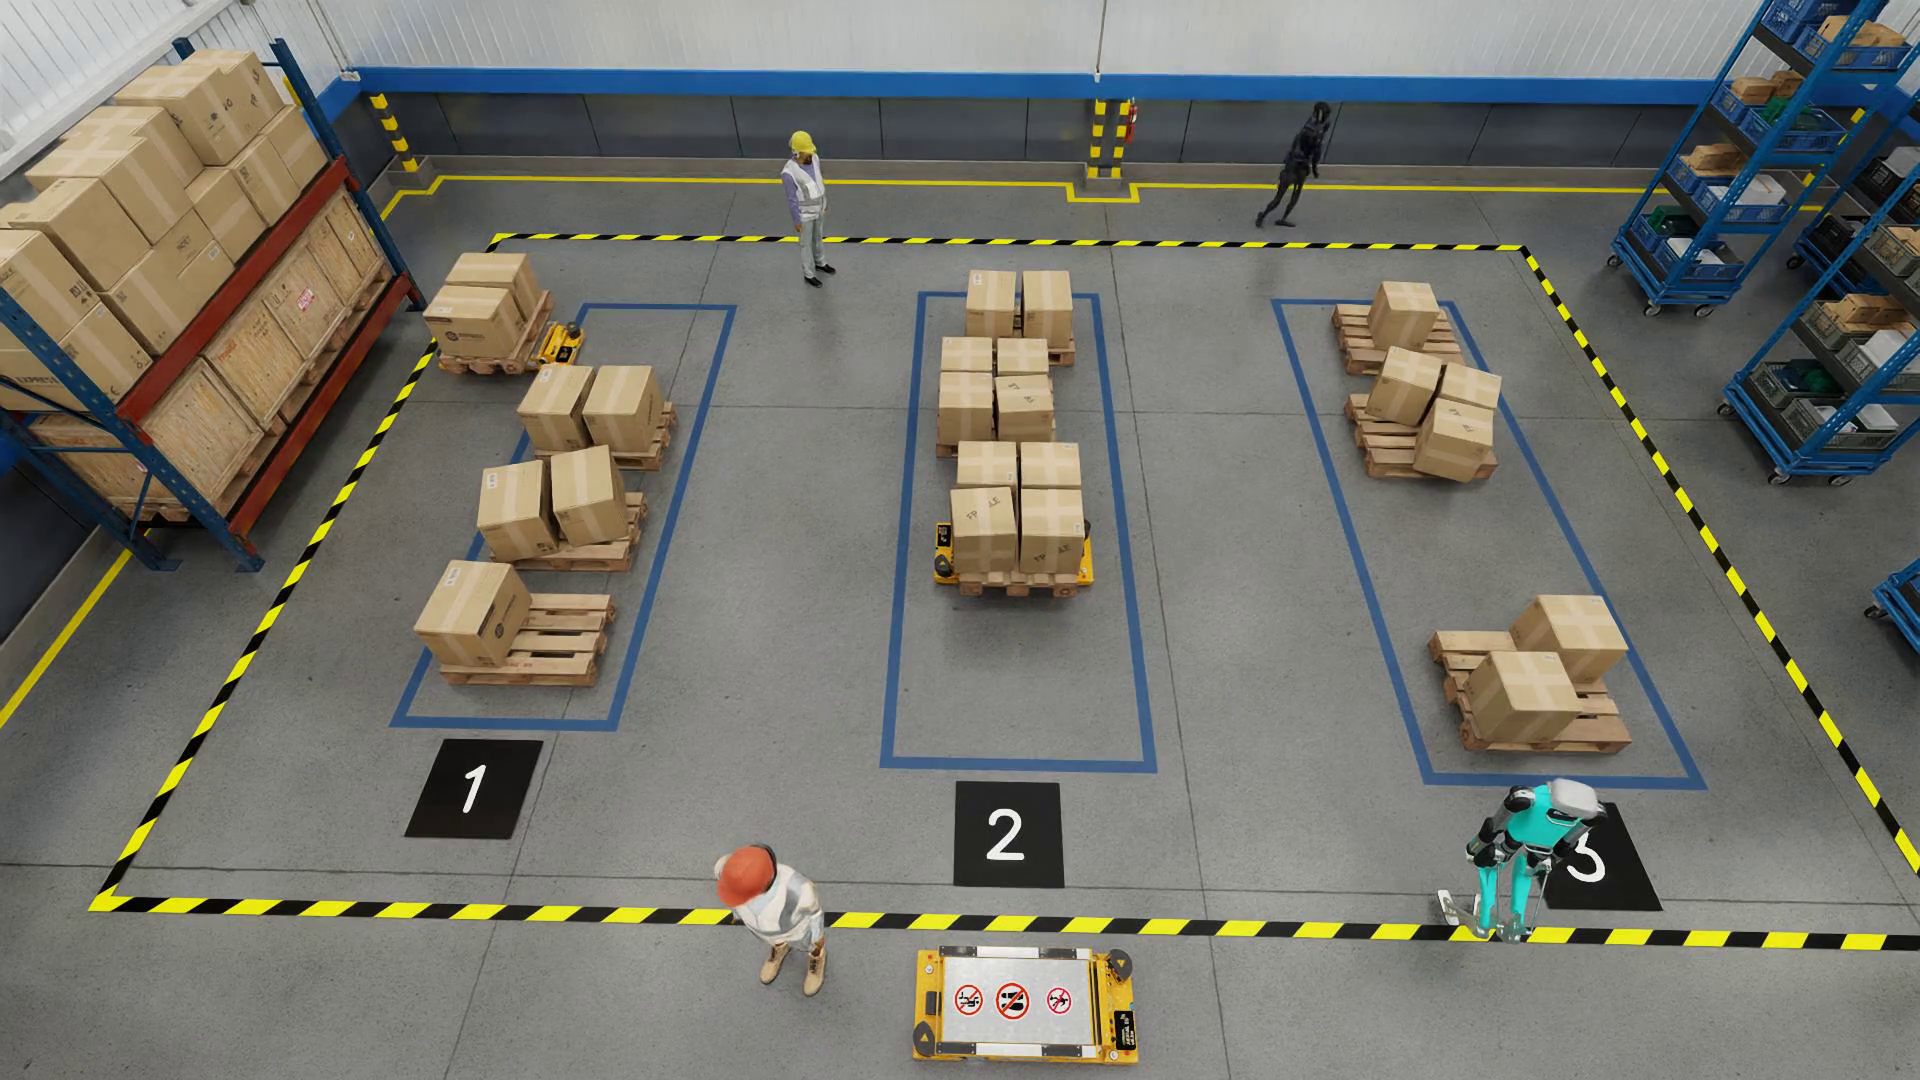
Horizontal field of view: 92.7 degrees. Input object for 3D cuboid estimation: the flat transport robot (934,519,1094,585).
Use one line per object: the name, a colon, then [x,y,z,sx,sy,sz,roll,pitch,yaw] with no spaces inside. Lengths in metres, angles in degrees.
flat transport robot: [0.490,0.087,8.397,1.431,0.197,0.652,1,51,1]

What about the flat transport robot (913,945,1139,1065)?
flat transport robot: [0.422,3.041,6.007,1.431,0.231,0.659,1,51,1]

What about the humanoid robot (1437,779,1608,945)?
humanoid robot: [3.481,2.129,5.719,0.533,1.672,0.735,10,51,8]

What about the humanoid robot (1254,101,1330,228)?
humanoid robot: [4.155,-4.641,11.363,0.603,1.648,0.466,-25,55,-19]

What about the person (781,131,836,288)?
person: [-1.734,-3.818,10.589,0.404,1.834,0.585,23,54,18]

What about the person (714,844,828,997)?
person: [-1.104,2.285,5.480,0.615,2.040,0.370,13,52,10]

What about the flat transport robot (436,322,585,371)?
flat transport robot: [-5.015,-2.173,10.239,1.431,0.197,0.652,1,51,1]
